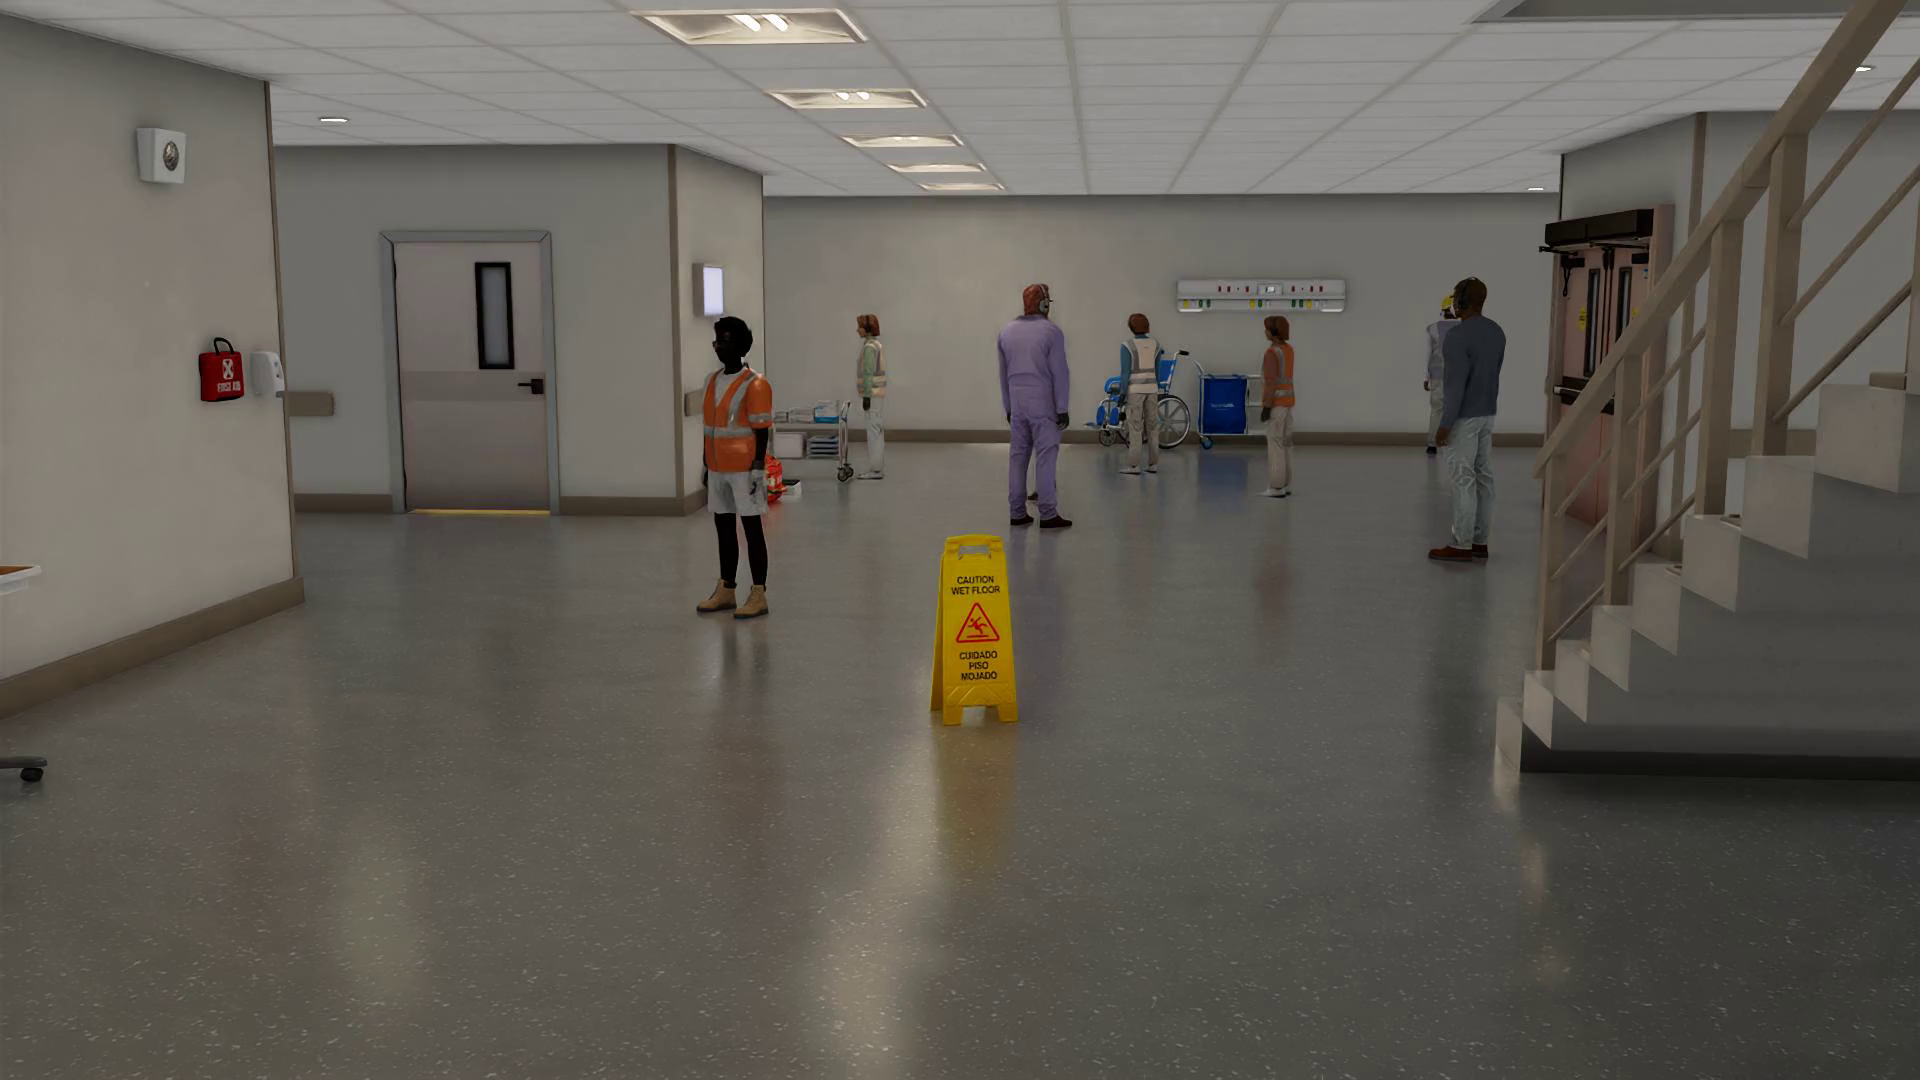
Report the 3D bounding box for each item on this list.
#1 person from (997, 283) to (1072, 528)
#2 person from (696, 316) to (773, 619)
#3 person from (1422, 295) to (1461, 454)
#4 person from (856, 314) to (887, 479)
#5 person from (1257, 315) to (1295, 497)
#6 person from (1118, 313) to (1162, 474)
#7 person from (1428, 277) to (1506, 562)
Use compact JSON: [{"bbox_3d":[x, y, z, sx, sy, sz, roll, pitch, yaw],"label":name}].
[{"bbox_3d":[0.605,-1.047,13.035,0.642,1.909,0.410,7,11,40],"label":"person"},{"bbox_3d":[-1.277,-0.409,9.398,0.538,1.700,0.317,7,11,40],"label":"person"},{"bbox_3d":[5.580,-1.879,18.989,0.600,1.825,0.403,2,9,14],"label":"person"},{"bbox_3d":[-0.877,-1.414,16.466,0.311,1.631,0.505,0,8,3],"label":"person"},{"bbox_3d":[2.866,-1.203,15.006,0.311,1.639,0.522,5,10,32],"label":"person"},{"bbox_3d":[1.828,-1.480,16.888,0.514,1.639,0.314,-5,10,-32],"label":"person"},{"bbox_3d":[3.459,-0.816,11.358,0.627,1.941,0.371,-8,12,-44],"label":"person"}]
